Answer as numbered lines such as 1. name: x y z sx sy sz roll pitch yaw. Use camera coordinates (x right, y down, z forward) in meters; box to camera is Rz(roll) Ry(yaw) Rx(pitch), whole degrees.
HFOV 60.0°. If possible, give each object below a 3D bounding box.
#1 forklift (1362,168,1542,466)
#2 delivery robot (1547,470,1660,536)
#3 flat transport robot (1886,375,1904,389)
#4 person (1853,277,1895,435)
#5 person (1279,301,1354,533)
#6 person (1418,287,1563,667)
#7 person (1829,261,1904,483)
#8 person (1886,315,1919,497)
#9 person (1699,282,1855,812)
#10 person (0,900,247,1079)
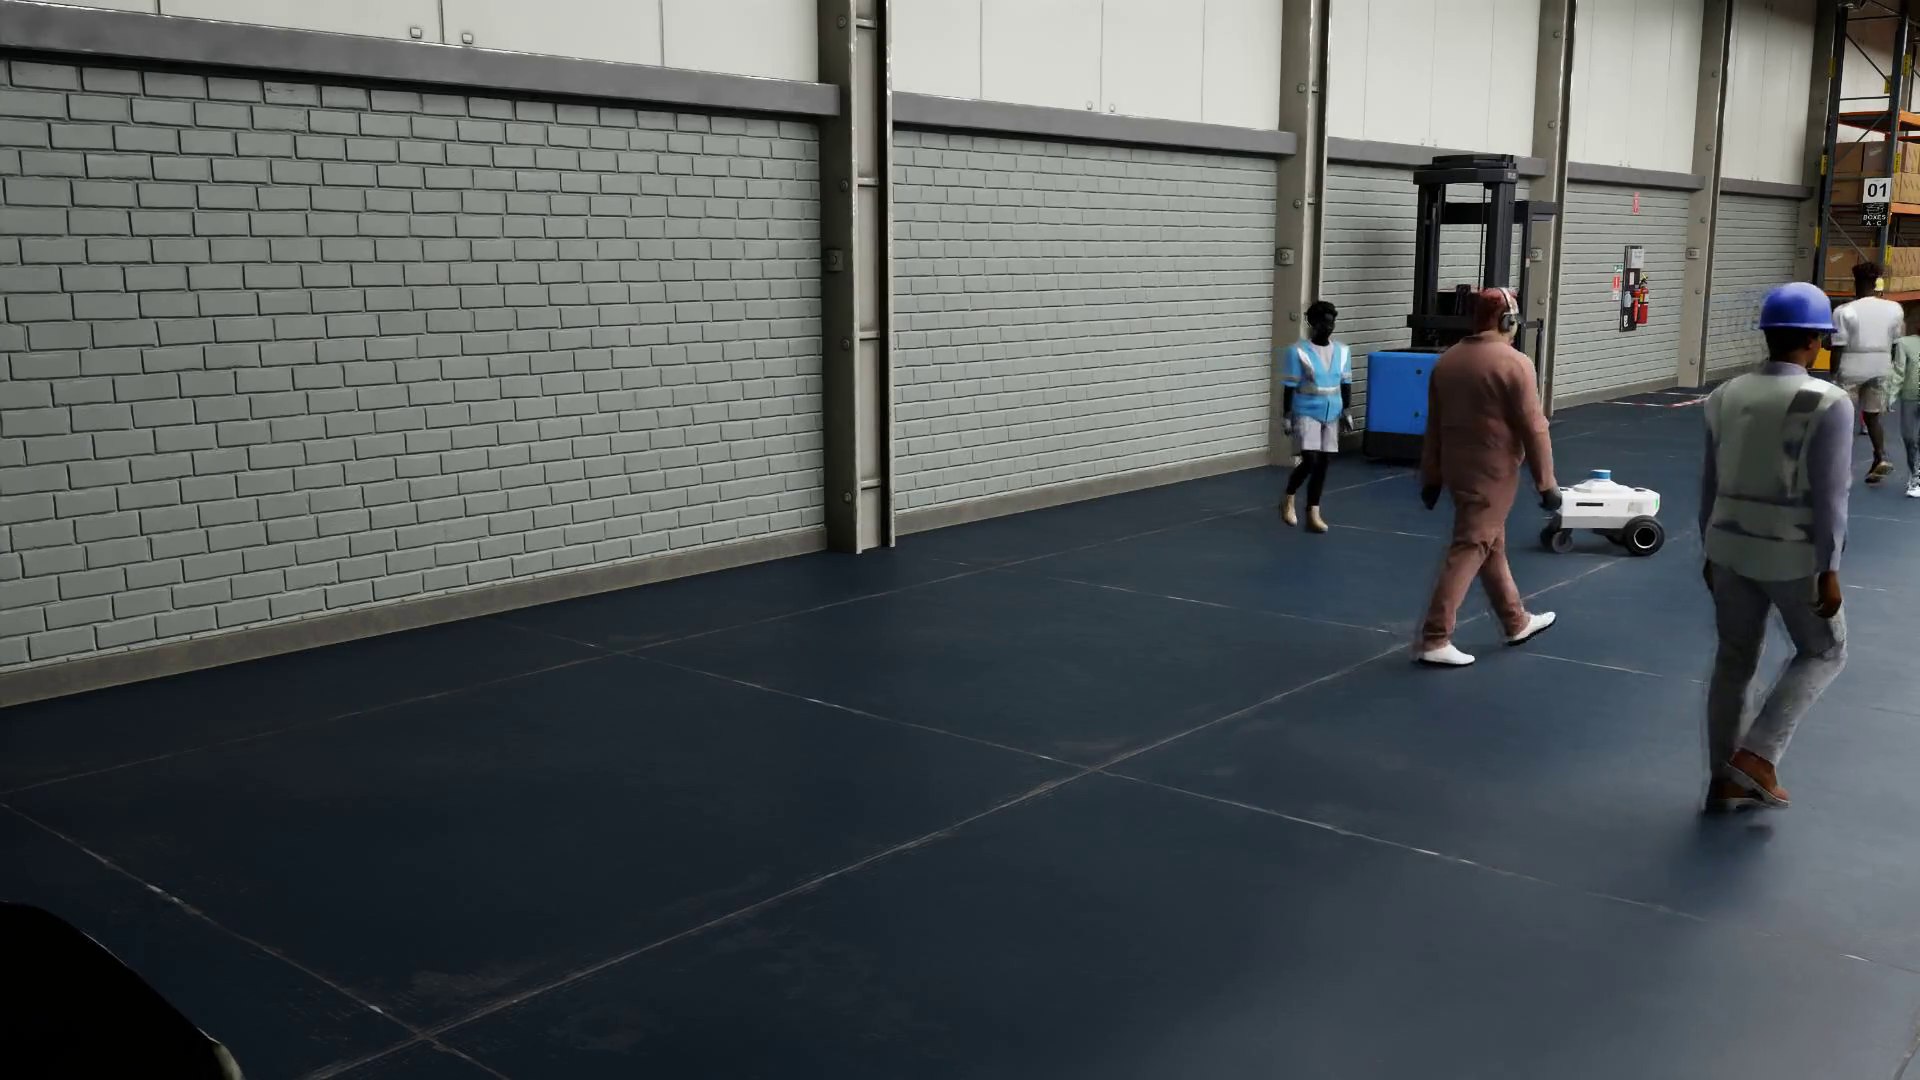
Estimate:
1. forklift: 4.875 -2.212 16.287 1.129 2.768 1.873 8 13 40
2. delivery robot: 4.389 -0.239 11.400 0.707 0.478 0.477 1 10 4
3. flat transport robot: 13.633 -2.266 24.016 1.431 0.197 0.652 8 13 40
4. person: 10.055 -2.043 18.420 0.540 1.750 0.434 4 11 21
5. person: 2.593 -0.887 12.043 0.531 1.679 0.384 -4 11 -21
6. person: 2.677 -0.312 8.261 0.988 1.858 0.648 -3 11 -19
7. person: 7.904 -1.457 14.541 0.611 1.943 0.630 1 10 5
8. person: 8.139 -1.198 14.036 0.499 1.603 0.810 9 14 43
9. person: 2.934 0.045 6.004 0.439 1.930 0.630 -4 11 -23
10. person: -0.569 0.896 1.015 0.613 1.985 0.402 9 13 42
